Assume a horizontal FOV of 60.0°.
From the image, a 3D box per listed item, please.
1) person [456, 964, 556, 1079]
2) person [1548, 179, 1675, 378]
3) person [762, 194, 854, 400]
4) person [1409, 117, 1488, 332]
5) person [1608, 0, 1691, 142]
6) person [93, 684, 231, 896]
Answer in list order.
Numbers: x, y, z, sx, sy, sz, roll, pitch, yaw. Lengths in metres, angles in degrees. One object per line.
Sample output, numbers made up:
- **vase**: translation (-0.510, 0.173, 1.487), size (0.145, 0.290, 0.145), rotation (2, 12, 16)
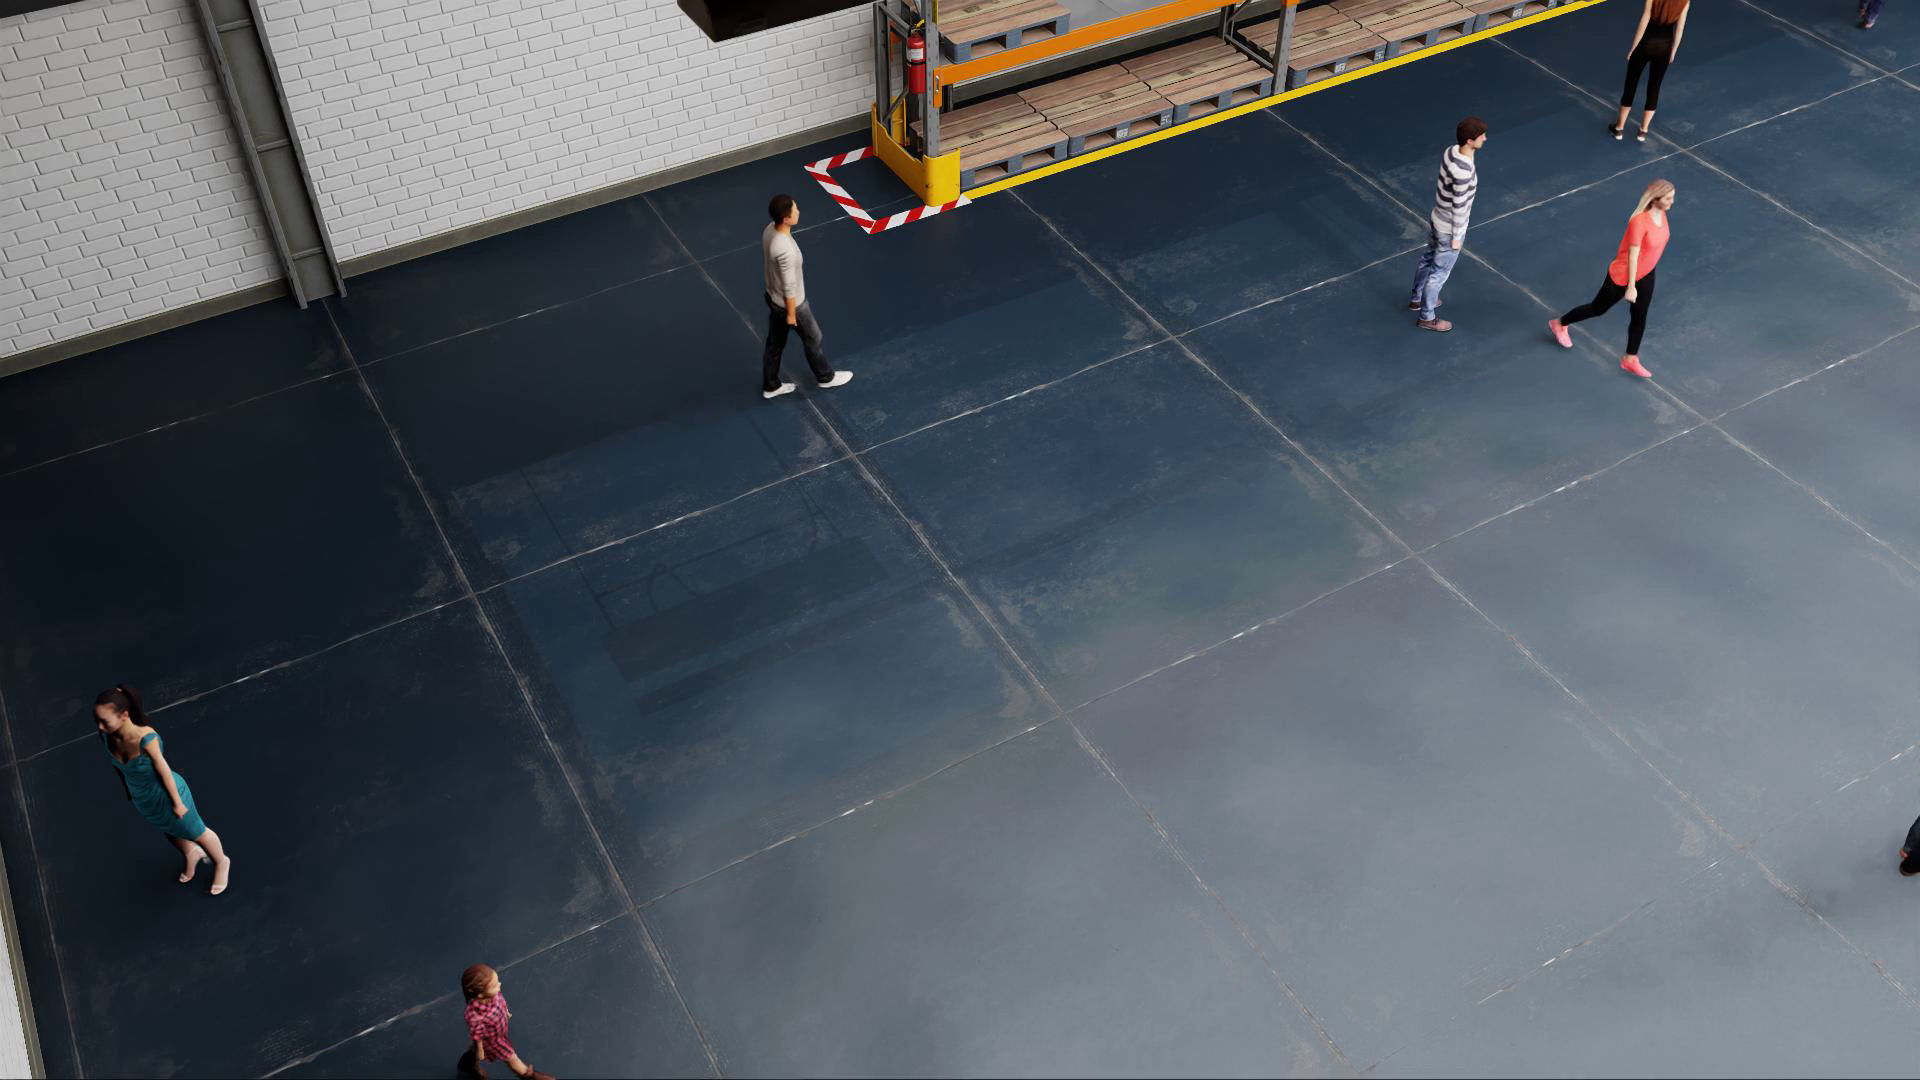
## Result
- **person**: translation (-2.501, 2.537, 8.674), size (0.804, 1.009, 0.685), rotation (5, 44, 6)
- **person**: translation (5.165, -2.096, 13.063), size (1.105, 1.662, 0.773), rotation (-29, 51, -27)
- **person**: translation (-1.410, -1.818, 12.677), size (0.956, 1.792, 0.697), rotation (-20, 47, -20)
- **person**: translation (3.932, -2.567, 13.419), size (0.712, 1.855, 0.723), rotation (0, 44, 0)
- **person**: translation (6.503, -4.587, 15.633), size (0.630, 1.725, 0.713), rotation (6, 44, 6)
- **person**: translation (-4.500, 1.417, 9.359), size (0.608, 1.685, 0.656), rotation (14, 45, 14)
